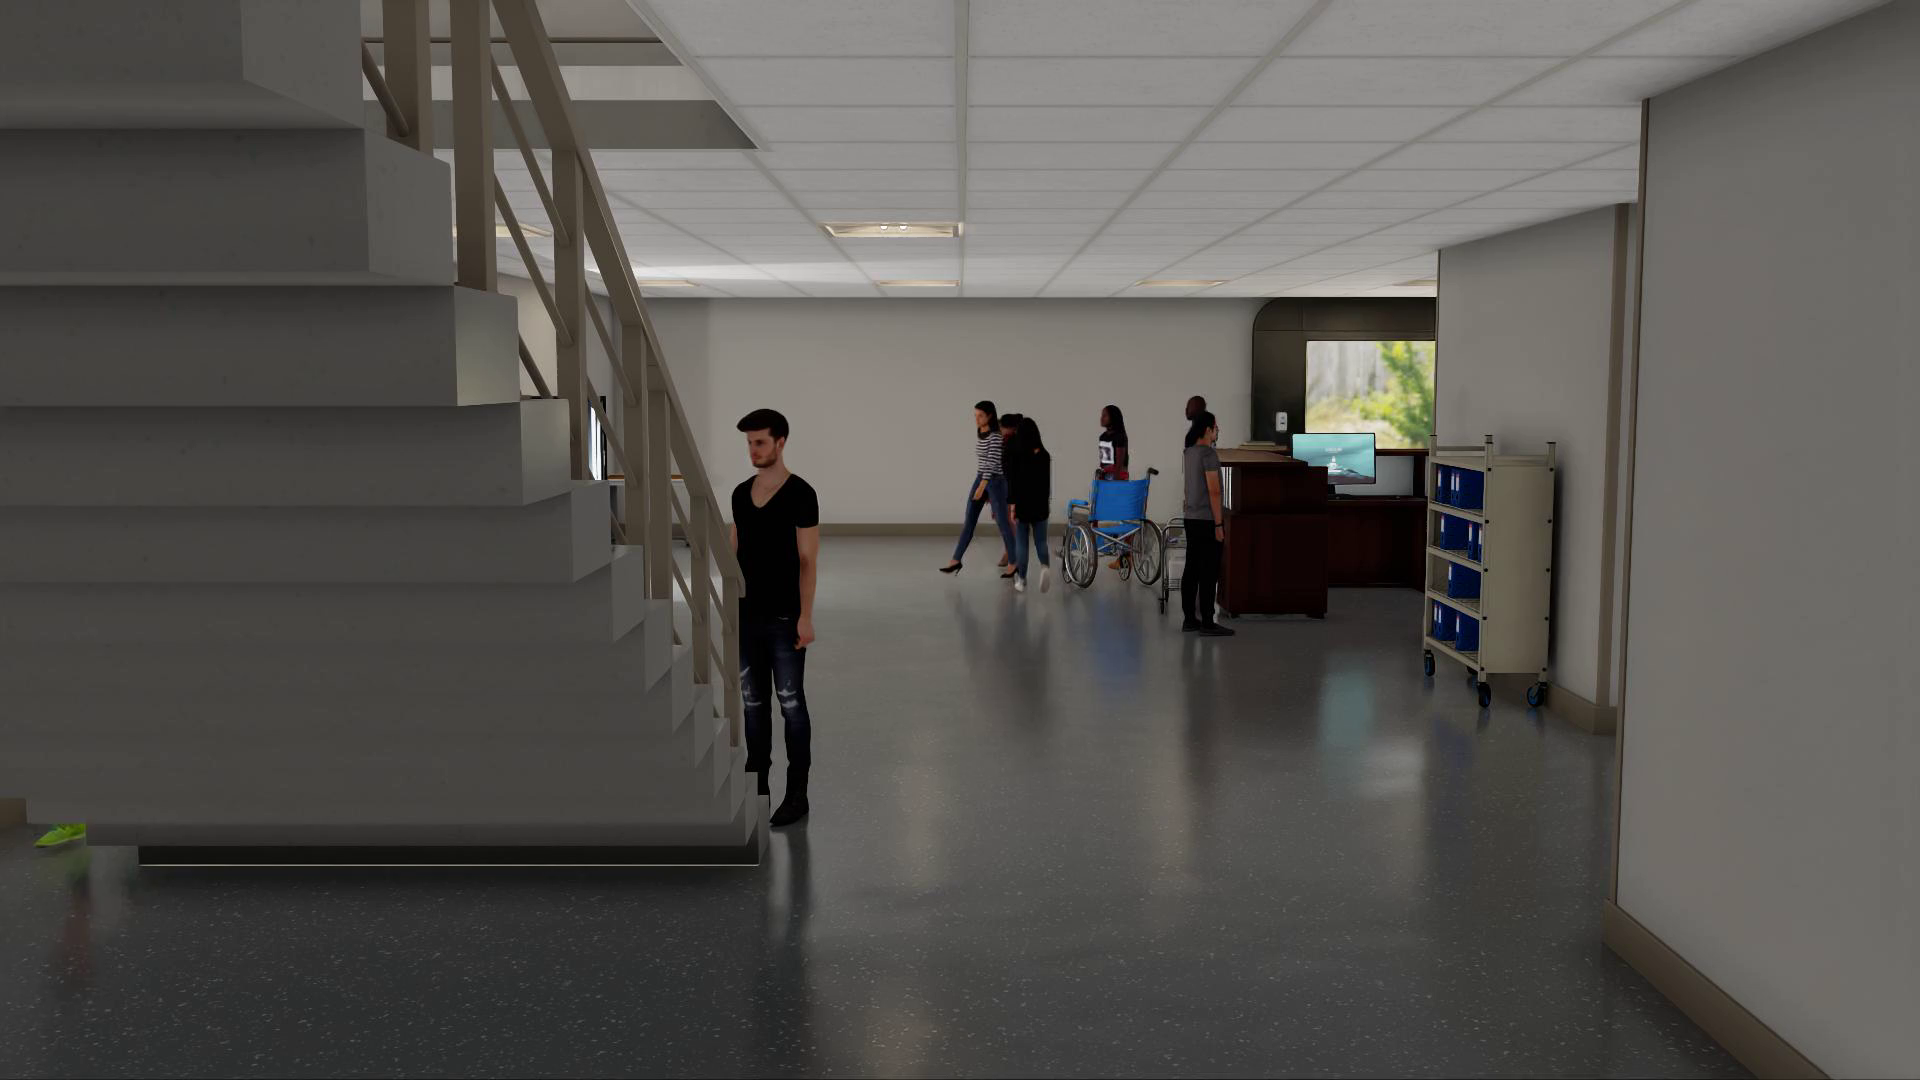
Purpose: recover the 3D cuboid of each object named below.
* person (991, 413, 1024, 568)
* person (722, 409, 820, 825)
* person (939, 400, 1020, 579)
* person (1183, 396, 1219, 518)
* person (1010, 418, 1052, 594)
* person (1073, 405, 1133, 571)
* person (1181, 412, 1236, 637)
[{"bbox_3d":[0.580,-0.515,17.526,0.763,1.621,0.669,-2,6,-18],"label":"person"},{"bbox_3d":[-0.870,0.337,7.700,0.761,1.894,0.762,3,7,31],"label":"person"},{"bbox_3d":[0.385,-0.459,16.329,0.985,1.749,1.089,-3,7,-28],"label":"person"},{"bbox_3d":[2.593,-0.580,17.276,1.003,1.801,1.108,-3,6,-24],"label":"person"},{"bbox_3d":[0.684,-0.299,15.358,0.666,1.626,0.999,-1,6,-10],"label":"person"},{"bbox_3d":[1.655,-0.529,17.238,0.927,1.707,0.944,-3,7,-29],"label":"person"},{"bbox_3d":[1.920,-0.140,13.132,0.745,1.755,0.607,-2,6,-21],"label":"person"}]
